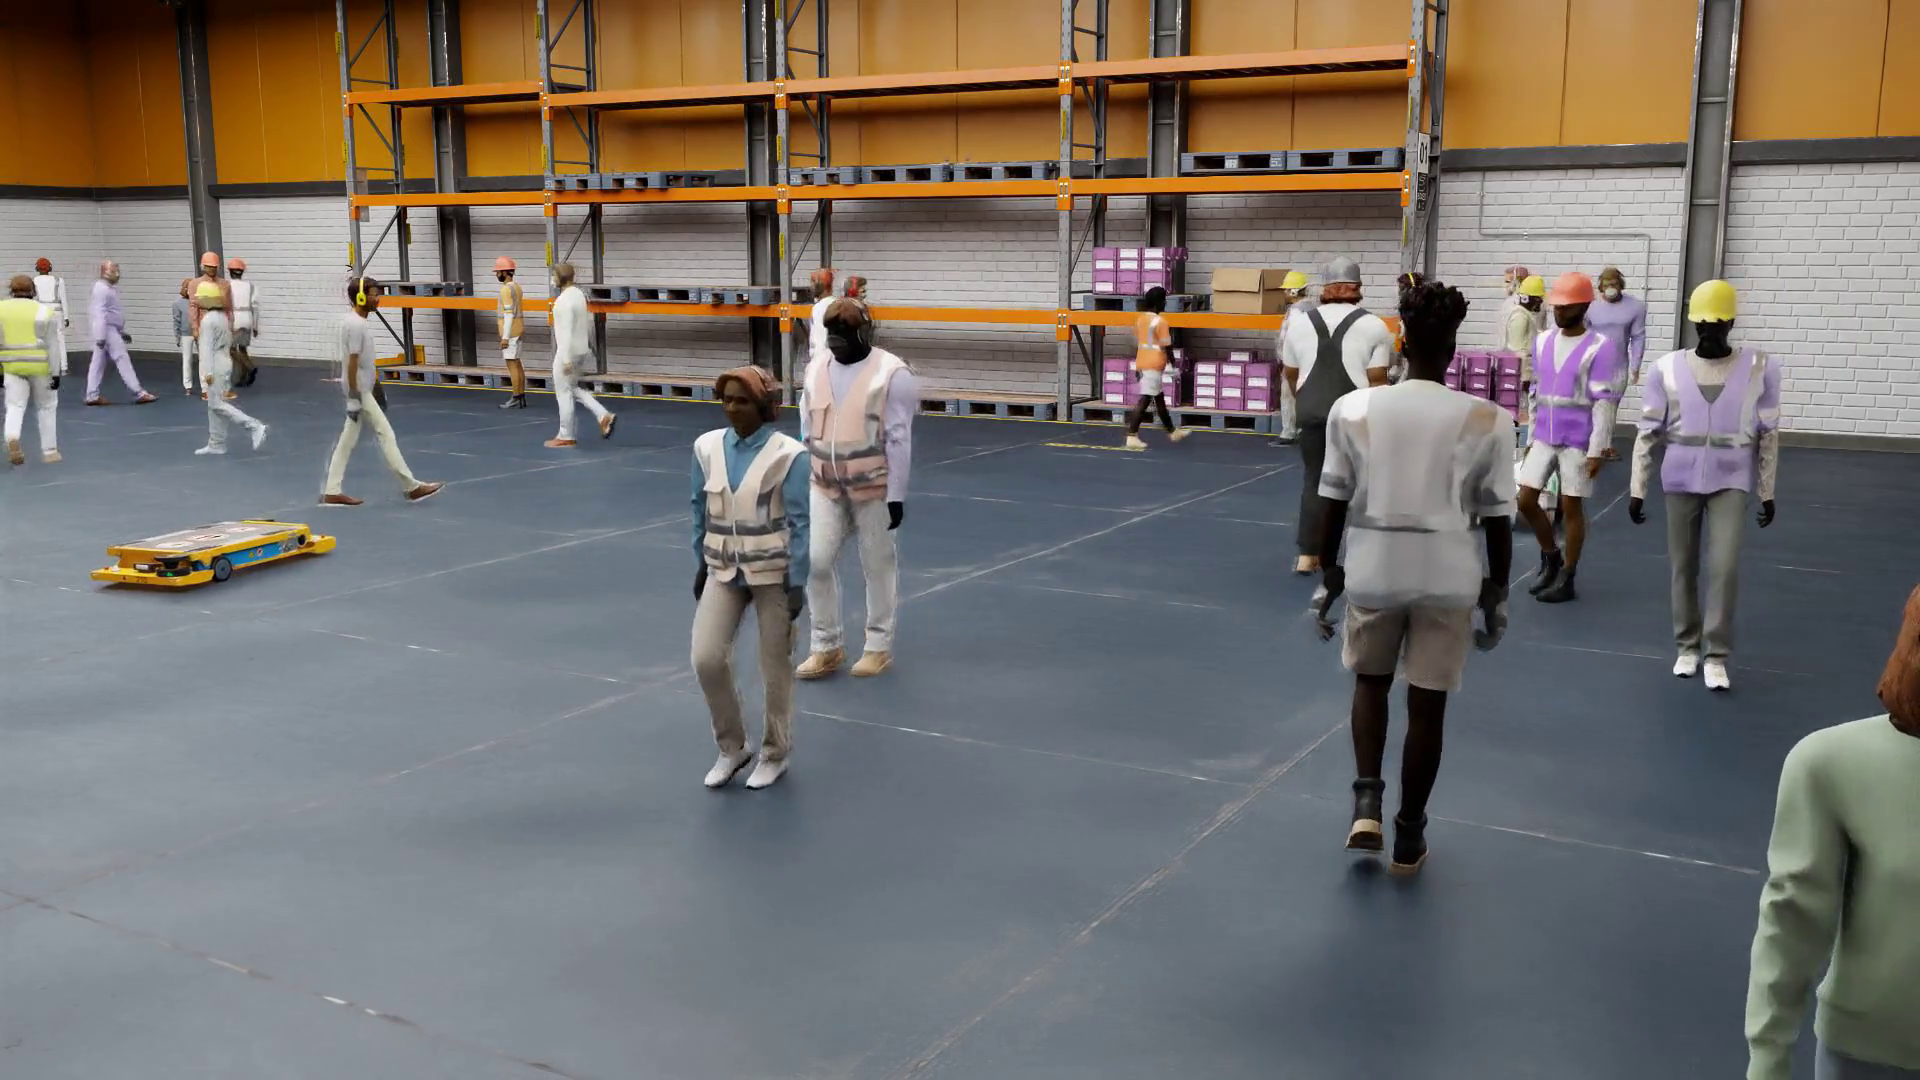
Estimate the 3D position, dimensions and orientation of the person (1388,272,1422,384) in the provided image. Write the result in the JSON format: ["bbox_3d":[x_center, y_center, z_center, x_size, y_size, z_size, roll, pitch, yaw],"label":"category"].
[{"bbox_3d":[4.529,-1.731,16.434,0.902,1.832,0.507,5,11,27],"label":"person"}]

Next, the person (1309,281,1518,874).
[{"bbox_3d":[1.483,0.137,5.459,0.642,1.951,0.419,5,11,24],"label":"person"}]

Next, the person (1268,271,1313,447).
[{"bbox_3d":[3.488,-1.848,17.103,0.512,1.818,0.598,3,11,18],"label":"person"}]

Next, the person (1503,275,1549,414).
[{"bbox_3d":[5.295,-1.591,15.714,0.484,1.799,0.607,5,11,26],"label":"person"}]

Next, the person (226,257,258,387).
[{"bbox_3d":[-10.466,-3.158,24.236,0.697,1.914,0.554,8,13,38],"label":"person"}]

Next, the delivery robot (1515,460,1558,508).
[{"bbox_3d":[4.236,-0.421,12.317,0.477,0.478,0.707,3,10,17],"label":"delivery robot"}]

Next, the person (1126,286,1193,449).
[{"bbox_3d":[2.055,-1.762,17.063,0.857,1.656,0.537,-3,11,-18],"label":"person"}]

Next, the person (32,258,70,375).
[{"bbox_3d":[-14.597,-3.568,26.644,0.573,1.883,0.354,-5,11,-27],"label":"person"}]

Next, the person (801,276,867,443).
[{"bbox_3d":[-1.111,-1.662,16.165,1.019,1.792,0.585,-3,10,-15],"label":"person"}]

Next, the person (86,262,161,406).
[{"bbox_3d":[-10.972,-2.680,21.668,0.959,1.854,0.666,-5,11,-27],"label":"person"}]

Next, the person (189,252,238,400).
[{"bbox_3d":[-10.070,-2.884,22.457,0.388,1.990,0.622,7,12,35],"label":"person"}]

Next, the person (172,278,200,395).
[{"bbox_3d":[-10.703,-2.832,23.217,0.495,1.621,0.301,-7,12,-33],"label":"person"}]

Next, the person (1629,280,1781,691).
[{"bbox_3d":[3.469,-0.249,7.783,0.628,1.898,0.769,5,11,27],"label":"person"}]

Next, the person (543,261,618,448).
[{"bbox_3d":[-3.934,-1.890,17.030,0.659,1.925,0.641,0,10,2],"label":"person"}]

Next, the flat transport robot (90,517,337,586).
[{"bbox_3d":[-4.748,0.061,10.659,0.652,0.197,1.431,3,11,19],"label":"flat transport robot"}]

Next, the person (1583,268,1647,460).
[{"bbox_3d":[6.162,-1.649,15.846,0.647,1.863,0.897,1,10,6],"label":"person"}]

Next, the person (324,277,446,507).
[{"bbox_3d":[-4.660,-1.174,13.255,0.957,1.818,0.553,-4,11,-21],"label":"person"}]

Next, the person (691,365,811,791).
[{"bbox_3d":[-0.806,0.158,6.253,0.547,1.619,0.456,4,11,22],"label":"person"}]

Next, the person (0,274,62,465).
[{"bbox_3d":[-8.816,-1.592,15.676,0.631,1.818,0.786,-2,10,-13],"label":"person"}]

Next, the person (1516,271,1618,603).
[{"bbox_3d":[3.476,-0.579,9.608,0.404,1.922,0.577,-7,12,-34],"label":"person"}]

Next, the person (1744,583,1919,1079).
[{"bbox_3d":[1.459,0.833,2.492,0.524,1.610,0.645,5,11,27],"label":"person"}]

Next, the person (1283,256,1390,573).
[{"bbox_3d":[2.371,-0.795,10.496,0.704,2.000,0.646,6,12,31],"label":"person"}]

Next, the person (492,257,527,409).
[{"bbox_3d":[-5.759,-2.637,21.221,0.365,1.934,0.553,0,10,0],"label":"person"}]

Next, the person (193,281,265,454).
[{"bbox_3d":[-7.294,-1.697,16.495,0.655,1.727,0.486,-1,10,-6],"label":"person"}]

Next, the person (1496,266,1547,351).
[{"bbox_3d":[5.613,-1.767,16.459,0.659,1.879,0.726,-10,14,-44],"label":"person"}]

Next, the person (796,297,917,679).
[{"bbox_3d":[-0.523,-0.224,7.868,0.644,1.819,0.624,5,11,25],"label":"person"}]

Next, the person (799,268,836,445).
[{"bbox_3d":[-1.327,-1.603,15.575,0.750,1.859,0.576,5,11,26],"label":"person"}]
